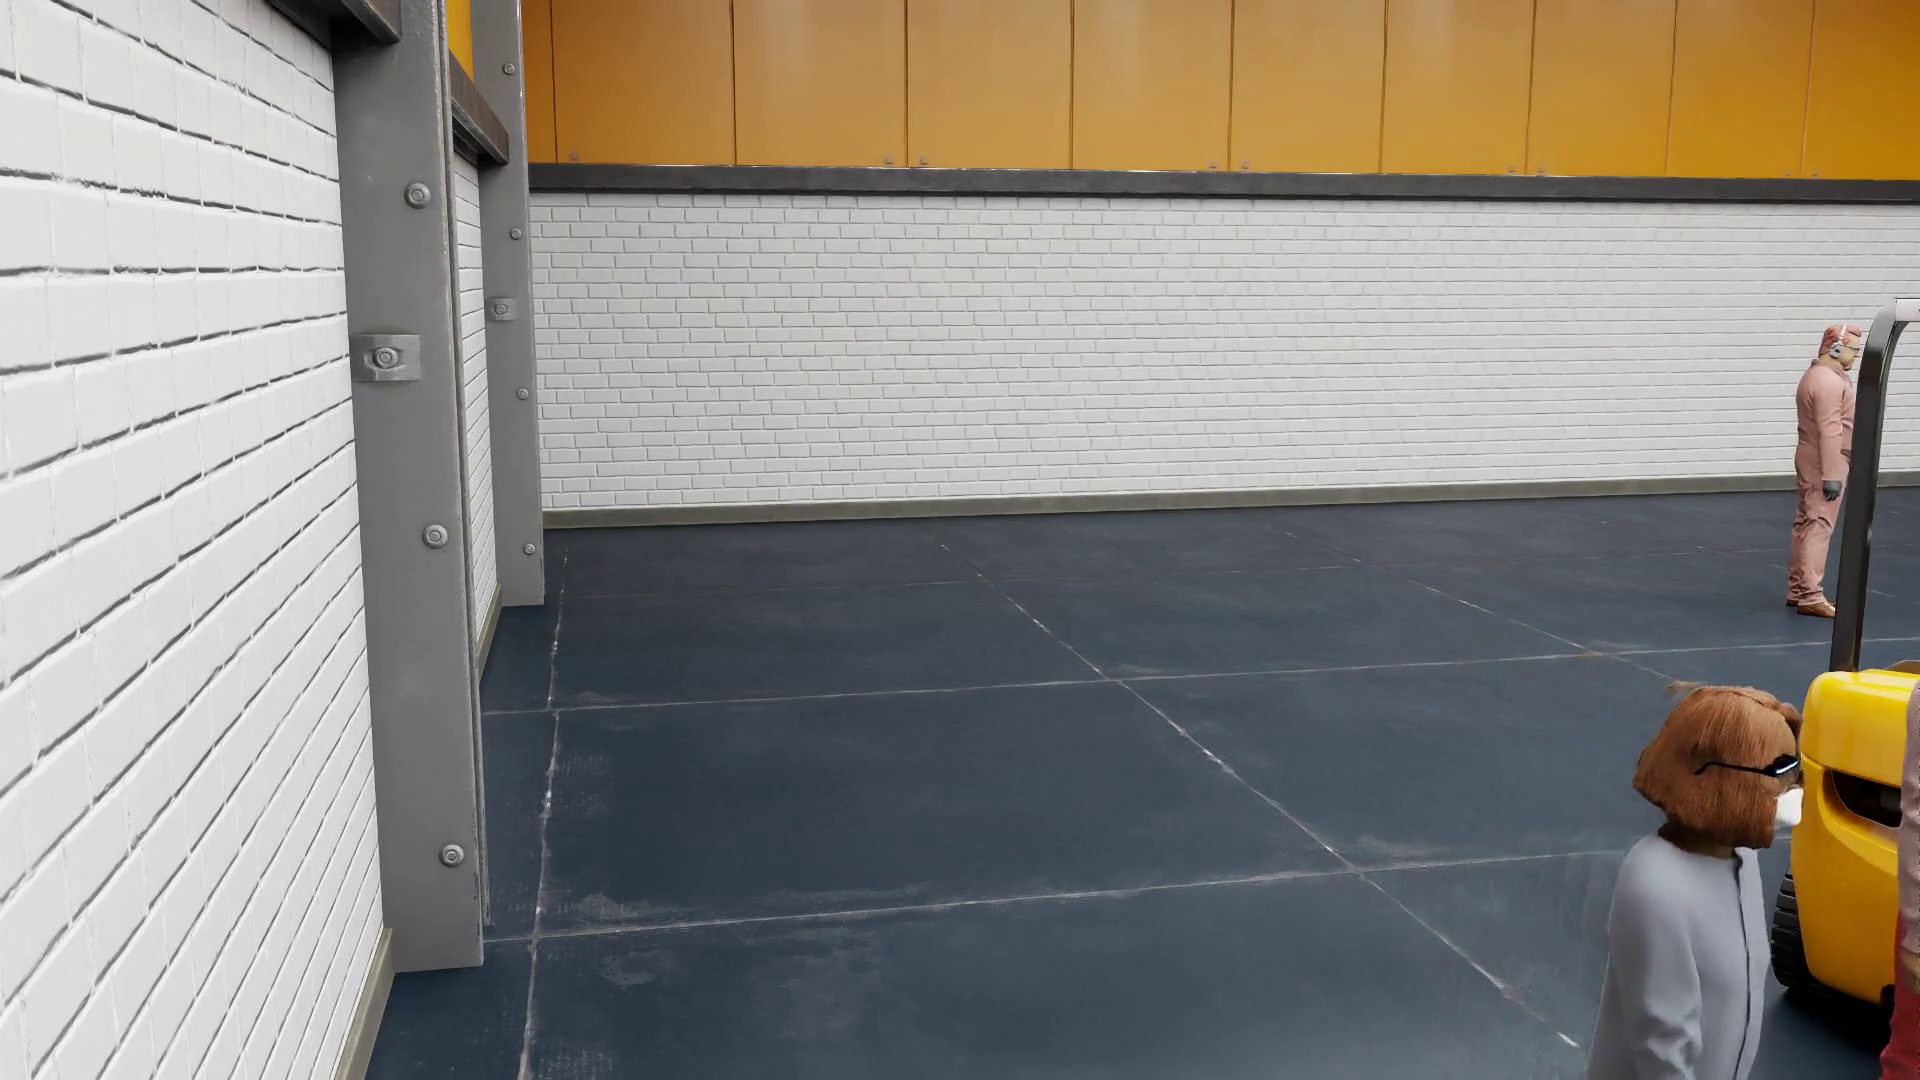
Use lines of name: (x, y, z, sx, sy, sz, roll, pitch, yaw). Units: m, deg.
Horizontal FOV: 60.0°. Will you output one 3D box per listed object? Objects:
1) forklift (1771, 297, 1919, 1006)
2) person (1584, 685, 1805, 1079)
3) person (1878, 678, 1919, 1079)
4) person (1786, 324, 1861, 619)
forklift: (3.542, 0.334, 5.177, 2.313, 2.155, 1.214, -9, 13, -43)
person: (1.238, 1.022, 2.844, 0.510, 1.582, 0.895, -9, 13, -43)
person: (2.224, 0.813, 3.555, 0.525, 1.769, 0.327, -3, 10, -15)
person: (5.663, -0.452, 10.860, 0.407, 1.902, 0.639, 3, 10, 17)
